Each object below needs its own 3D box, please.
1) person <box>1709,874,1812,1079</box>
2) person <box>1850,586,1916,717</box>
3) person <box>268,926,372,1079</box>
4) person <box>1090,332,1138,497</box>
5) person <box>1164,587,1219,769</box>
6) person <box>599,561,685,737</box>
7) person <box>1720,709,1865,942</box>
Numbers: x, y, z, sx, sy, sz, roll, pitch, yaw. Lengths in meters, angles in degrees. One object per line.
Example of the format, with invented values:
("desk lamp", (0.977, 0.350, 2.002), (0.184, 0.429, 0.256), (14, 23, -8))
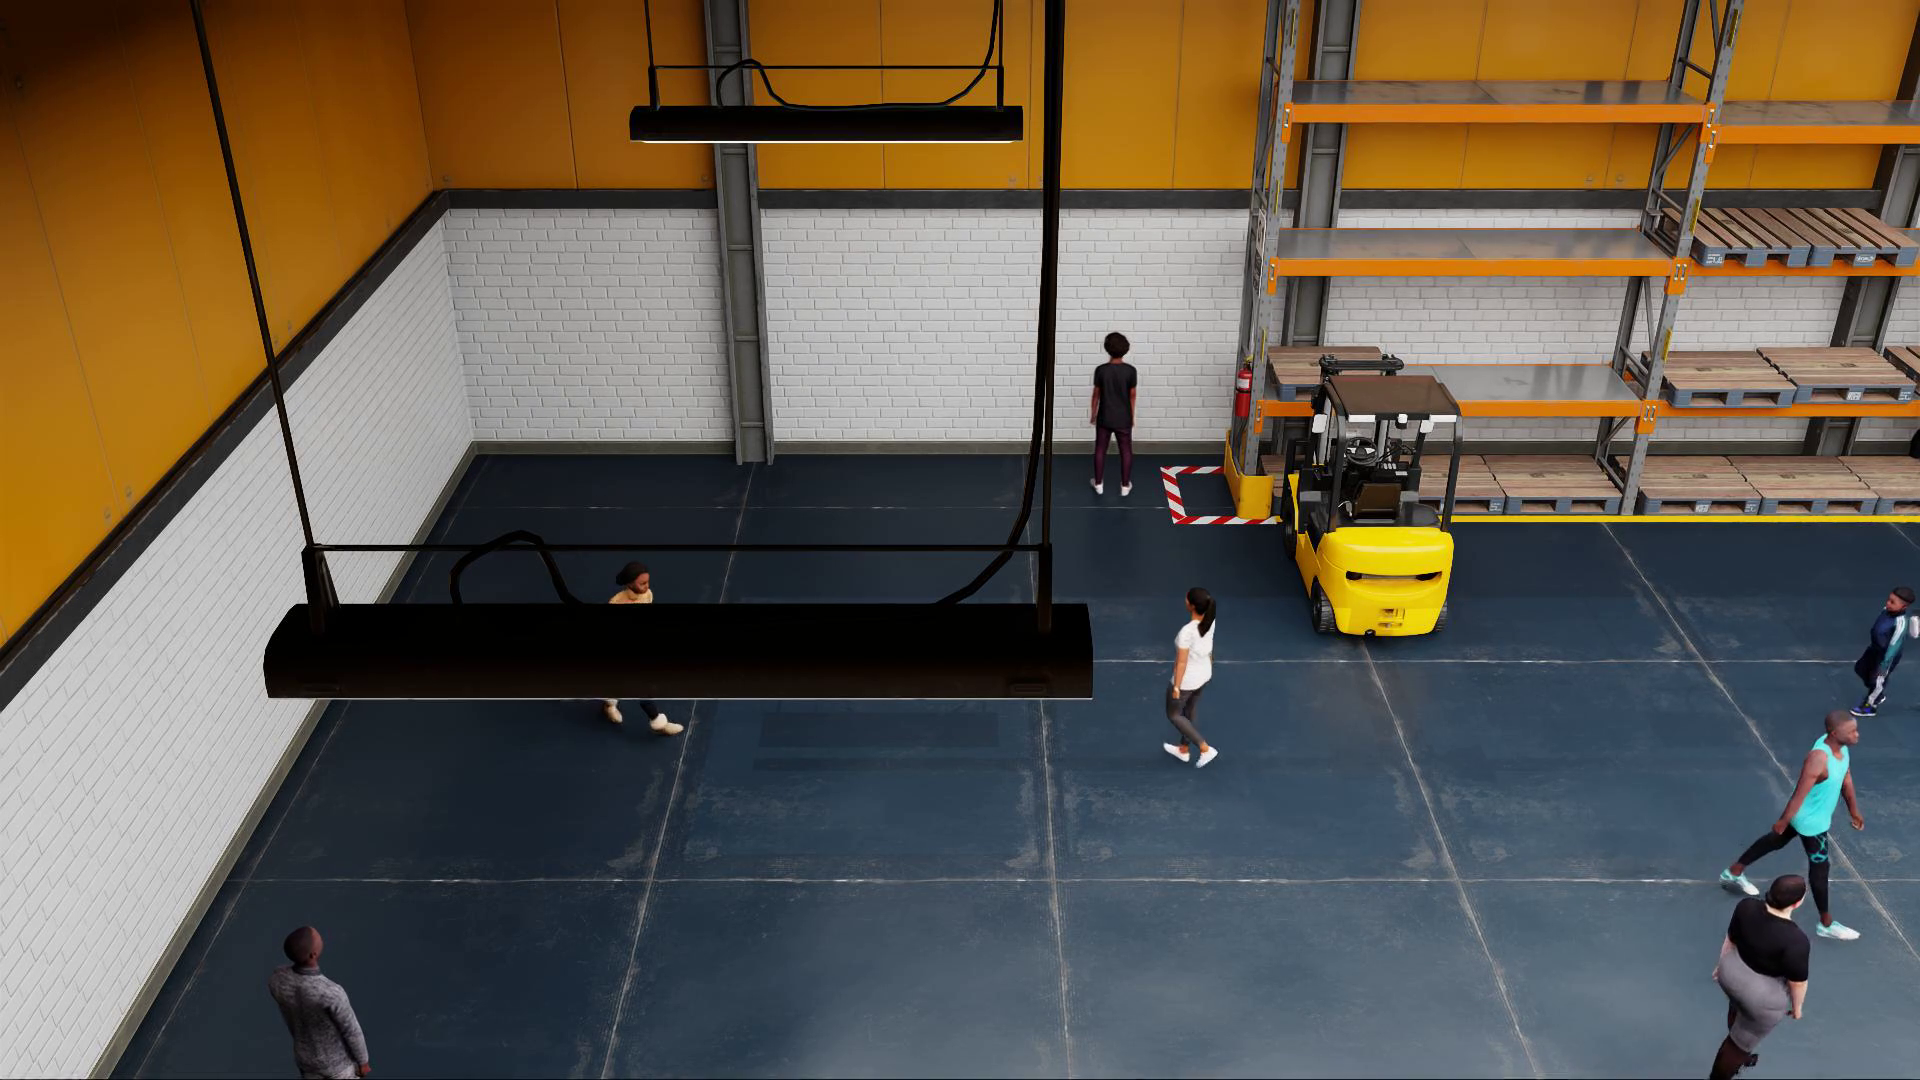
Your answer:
("person", (4.749, 2.767, 10.106), (0.978, 1.736, 0.856), (-11, 31, -20))
("person", (7.821, 0.936, 13.971), (0.531, 1.250, 0.531), (2, 29, 3))
("person", (-3.684, 2.983, 9.607), (0.588, 1.835, 0.785), (8, 30, 15))
("person", (1.632, -1.332, 17.579), (0.540, 1.776, 0.710), (3, 29, 5))
("person", (1.895, 1.128, 13.212), (0.897, 1.640, 0.835), (25, 37, 38))
("person", (-2.807, 0.880, 13.708), (1.202, 1.600, 0.993), (19, 34, 31))
("person", (5.843, 1.901, 11.670), (1.245, 1.759, 1.120), (21, 35, 34))
